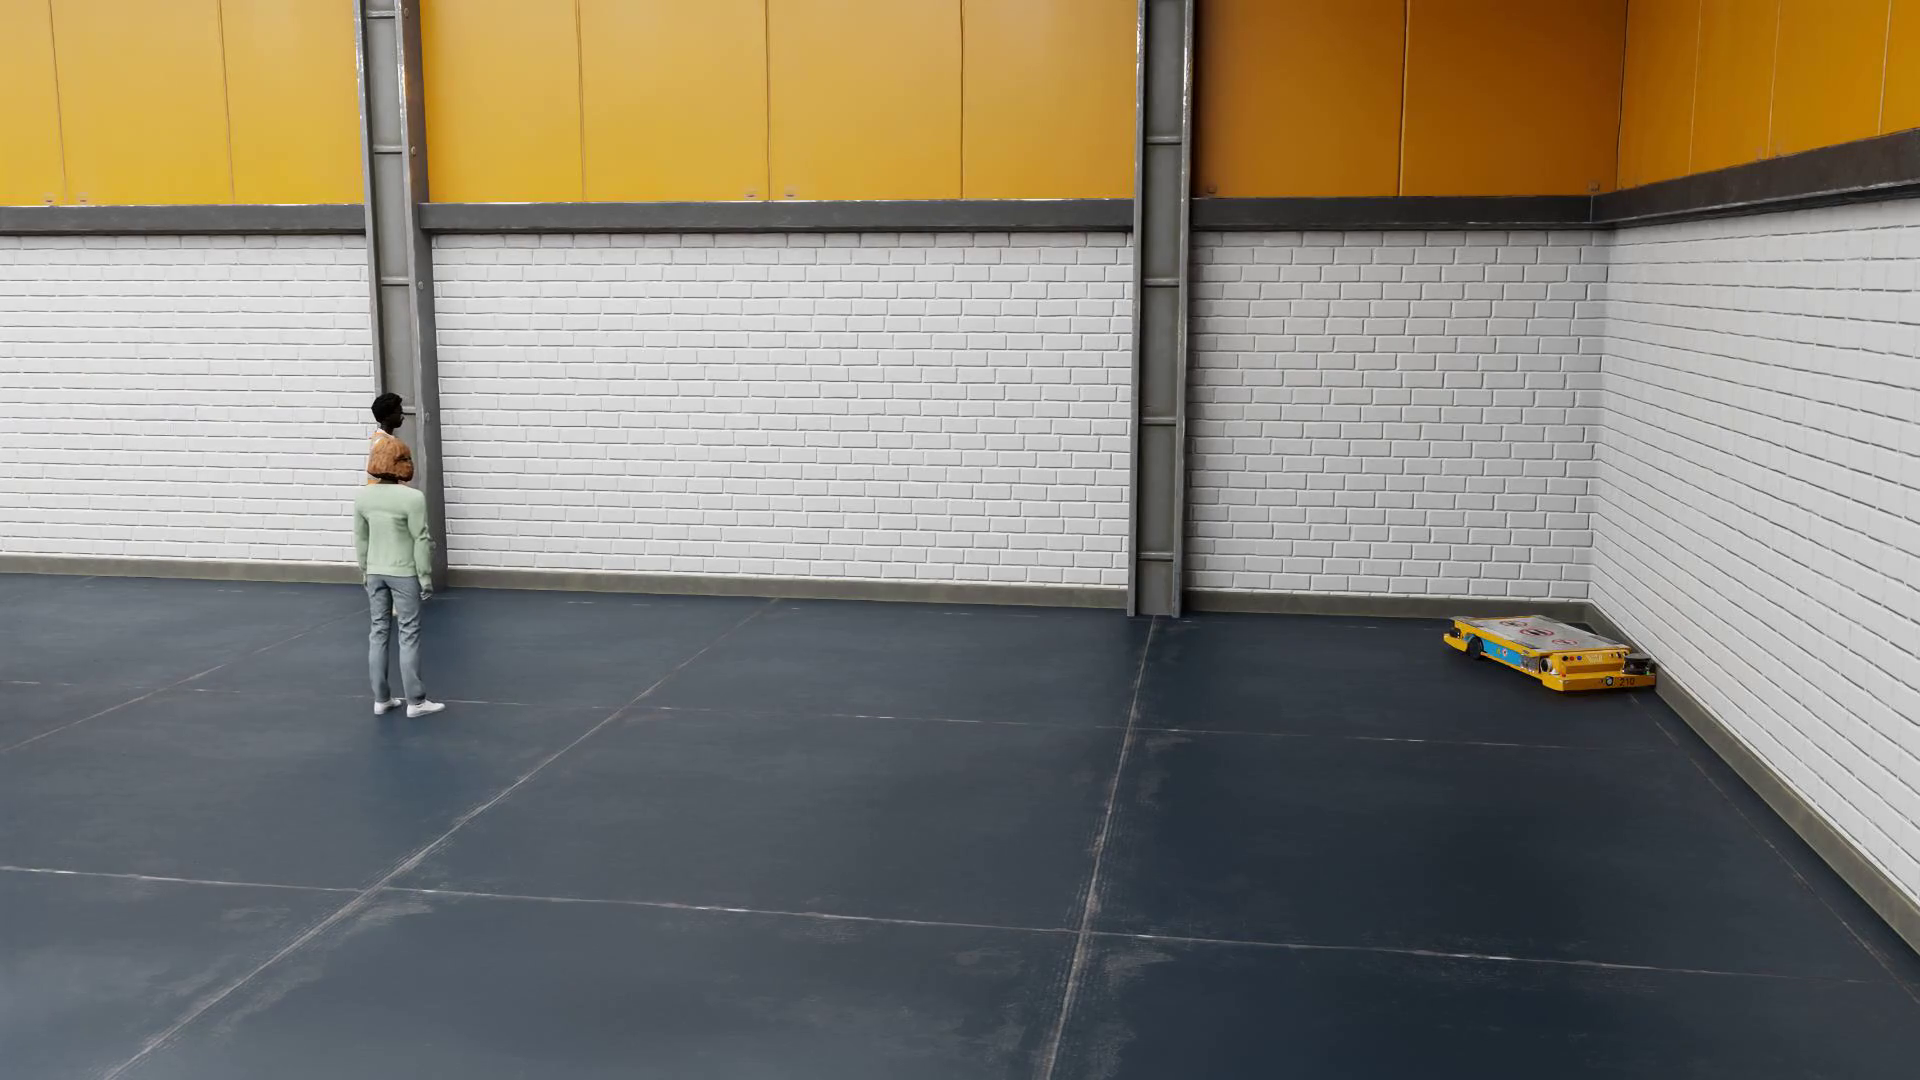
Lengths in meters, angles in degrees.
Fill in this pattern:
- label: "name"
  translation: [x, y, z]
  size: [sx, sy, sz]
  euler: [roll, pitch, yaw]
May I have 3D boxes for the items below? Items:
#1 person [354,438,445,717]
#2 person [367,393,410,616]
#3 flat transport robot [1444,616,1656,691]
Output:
- label: "person"
  translation: [-3.304, 0.221, 9.737]
  size: [0.501, 1.633, 0.281]
  euler: [4, 10, 21]
- label: "person"
  translation: [-4.328, -0.269, 12.596]
  size: [0.321, 1.690, 0.529]
  euler: [-3, 10, -19]
- label: "flat transport robot"
  translation: [3.825, 0.714, 10.885]
  size: [0.652, 0.197, 1.431]
  euler: [-2, 9, -13]
